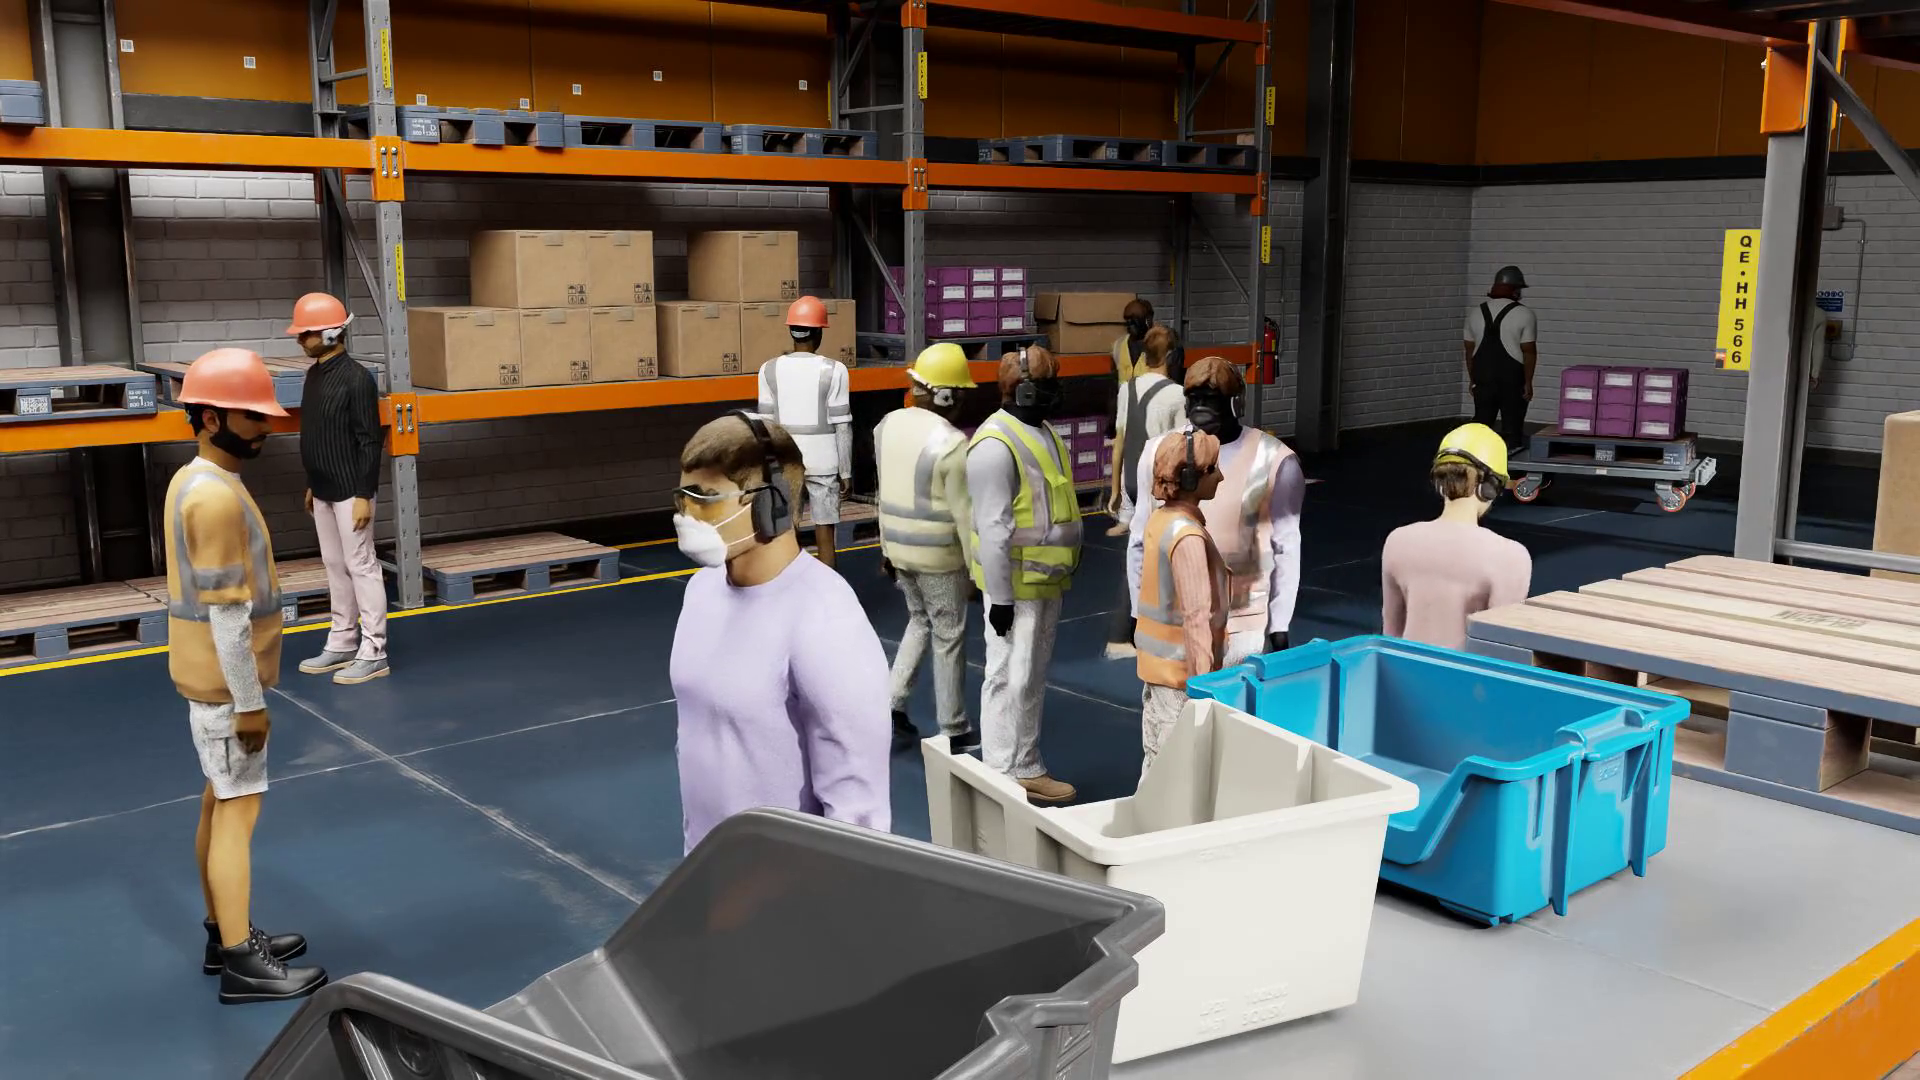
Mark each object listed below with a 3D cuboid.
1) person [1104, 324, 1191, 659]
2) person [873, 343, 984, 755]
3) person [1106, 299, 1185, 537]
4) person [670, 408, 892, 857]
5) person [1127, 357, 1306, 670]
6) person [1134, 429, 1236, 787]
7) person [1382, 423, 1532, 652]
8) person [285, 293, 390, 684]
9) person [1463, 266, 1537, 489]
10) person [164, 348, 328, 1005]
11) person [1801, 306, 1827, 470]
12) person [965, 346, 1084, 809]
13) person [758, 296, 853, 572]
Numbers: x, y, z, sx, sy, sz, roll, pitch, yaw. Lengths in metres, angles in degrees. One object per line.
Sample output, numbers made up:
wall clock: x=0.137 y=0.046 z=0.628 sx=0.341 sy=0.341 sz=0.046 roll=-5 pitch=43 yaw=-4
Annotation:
person: x=1.130 y=-0.274 z=9.104 sx=0.952 sy=1.791 sz=0.535 roll=-8 pitch=13 yaw=-37
person: x=-0.097 y=0.054 z=7.209 sx=0.473 sy=1.817 sz=0.614 roll=-8 pitch=13 yaw=-37
person: x=1.466 y=-0.909 z=12.620 sx=0.795 sy=1.822 sz=0.535 roll=8 pitch=13 yaw=39
person: x=-0.369 y=0.714 z=3.178 sx=0.356 sy=1.937 sz=0.638 roll=-7 pitch=12 yaw=-34
person: x=0.883 y=0.271 z=5.931 sx=0.629 sy=1.843 sz=0.429 roll=5 pitch=11 yaw=24
person: x=0.725 y=0.457 z=5.454 sx=0.307 sy=1.641 sz=0.513 roll=-1 pitch=10 yaw=-6
person: x=1.474 y=0.510 z=4.981 sx=0.912 sy=1.699 sz=0.568 roll=-8 pitch=13 yaw=-39
person: x=-3.183 y=-0.260 z=8.498 sx=0.608 sy=1.987 sz=0.391 roll=9 pitch=14 yaw=42
person: x=4.984 y=-1.493 z=15.251 sx=0.536 sy=2.000 sz=0.683 roll=-9 pitch=14 yaw=-42
person: x=-2.143 y=0.401 z=4.949 sx=0.376 sy=1.932 sz=0.543 roll=-5 pitch=11 yaw=-28
person: x=8.132 y=-1.638 z=16.350 sx=0.638 sy=1.938 sz=0.356 roll=2 pitch=10 yaw=10
person: x=0.263 y=0.173 z=6.476 sx=0.429 sy=1.843 sz=0.633 roll=4 pitch=11 yaw=22
person: x=-0.875 y=-0.427 z=9.572 sx=0.551 sy=1.935 sz=0.372 roll=2 pitch=10 yaw=11
